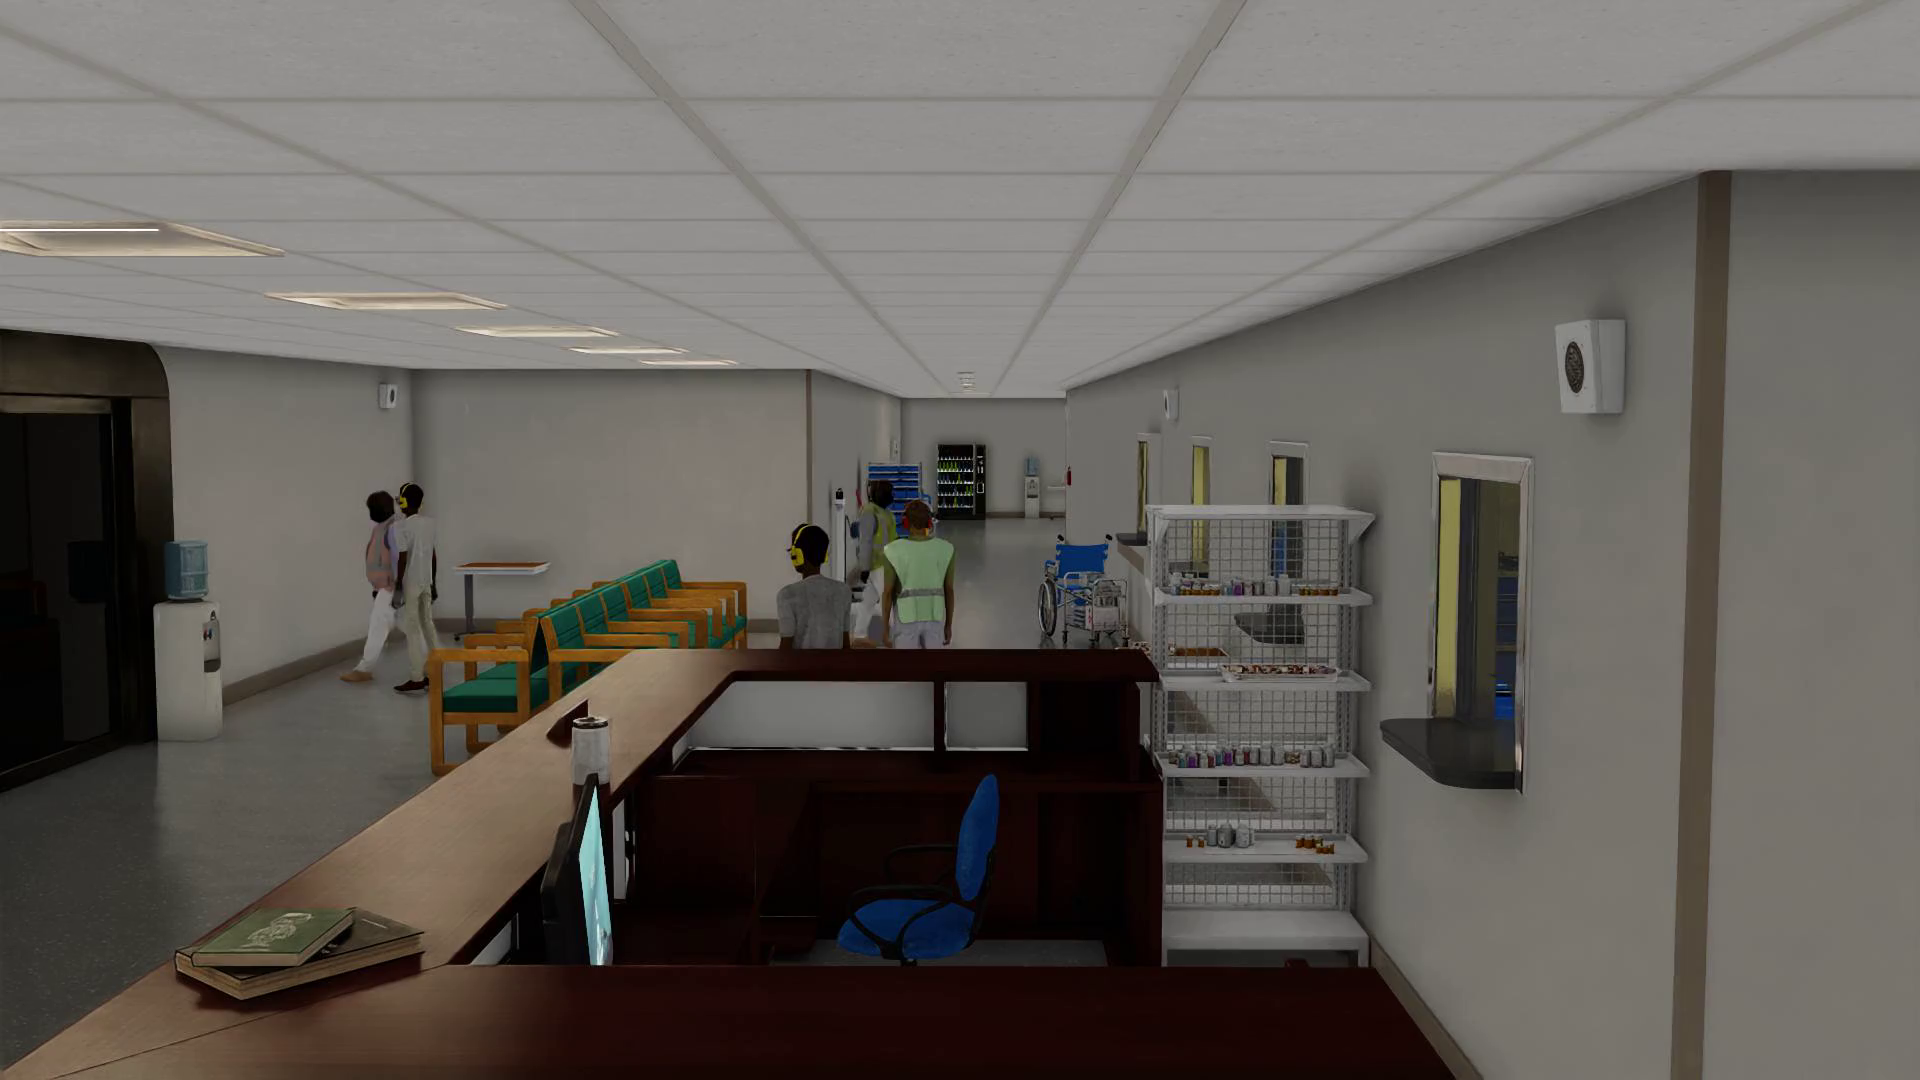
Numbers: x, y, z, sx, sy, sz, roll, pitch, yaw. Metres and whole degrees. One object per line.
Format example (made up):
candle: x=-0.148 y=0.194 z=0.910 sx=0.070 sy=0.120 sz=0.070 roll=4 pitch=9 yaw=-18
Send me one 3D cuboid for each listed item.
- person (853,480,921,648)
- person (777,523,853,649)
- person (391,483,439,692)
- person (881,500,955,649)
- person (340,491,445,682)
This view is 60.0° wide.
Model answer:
person: x=-0.745 y=0.269 z=17.571 sx=0.927 sy=1.794 sz=0.654 roll=1 pitch=4 yaw=15
person: x=-0.806 y=0.842 z=9.121 sx=0.503 sy=1.864 sz=0.329 roll=-4 pitch=5 yaw=-41
person: x=-4.890 y=0.424 z=14.905 sx=0.317 sy=1.870 sz=0.523 roll=2 pitch=4 yaw=24
person: x=-0.305 y=0.625 z=12.343 sx=0.562 sy=1.838 sz=0.388 roll=-1 pitch=4 yaw=-19
person: x=-5.283 y=0.426 z=15.549 sx=0.945 sy=1.789 sz=0.646 roll=-2 pitch=5 yaw=-27
